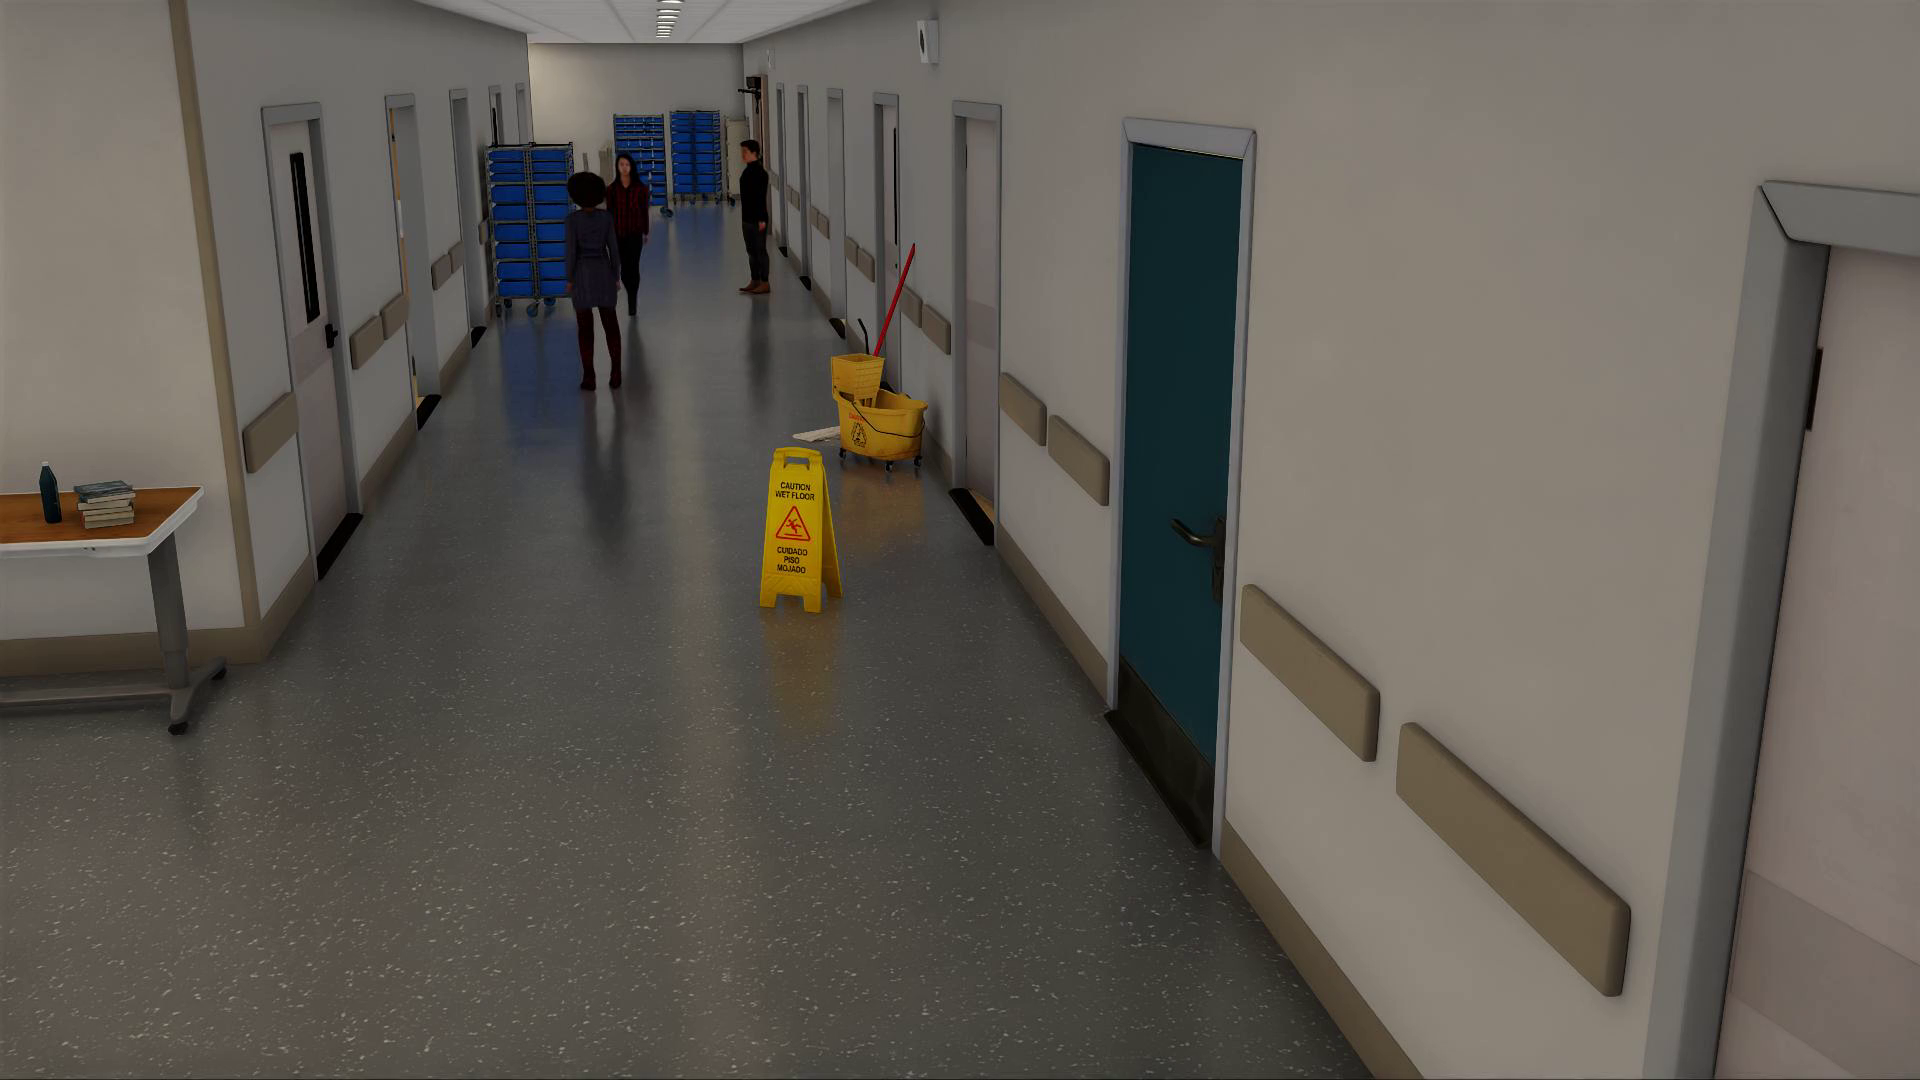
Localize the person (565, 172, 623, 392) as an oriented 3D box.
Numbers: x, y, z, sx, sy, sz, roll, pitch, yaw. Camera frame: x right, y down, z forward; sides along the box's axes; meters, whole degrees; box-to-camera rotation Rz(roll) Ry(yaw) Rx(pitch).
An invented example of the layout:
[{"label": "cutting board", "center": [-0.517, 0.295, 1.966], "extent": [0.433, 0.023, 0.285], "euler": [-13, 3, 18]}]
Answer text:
[{"label": "person", "center": [-2.915, -2.055, 13.226], "extent": [0.644, 1.708, 0.597], "euler": [-7, 17, -25]}]

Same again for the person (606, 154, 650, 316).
[{"label": "person", "center": [-3.462, -3.176, 17.357], "extent": [0.600, 1.625, 1.031], "euler": [-2, 16, -8]}]

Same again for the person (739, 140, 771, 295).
[{"label": "person", "center": [-2.350, -3.709, 19.067], "extent": [0.777, 1.723, 0.634], "euler": [-11, 19, -34]}]
